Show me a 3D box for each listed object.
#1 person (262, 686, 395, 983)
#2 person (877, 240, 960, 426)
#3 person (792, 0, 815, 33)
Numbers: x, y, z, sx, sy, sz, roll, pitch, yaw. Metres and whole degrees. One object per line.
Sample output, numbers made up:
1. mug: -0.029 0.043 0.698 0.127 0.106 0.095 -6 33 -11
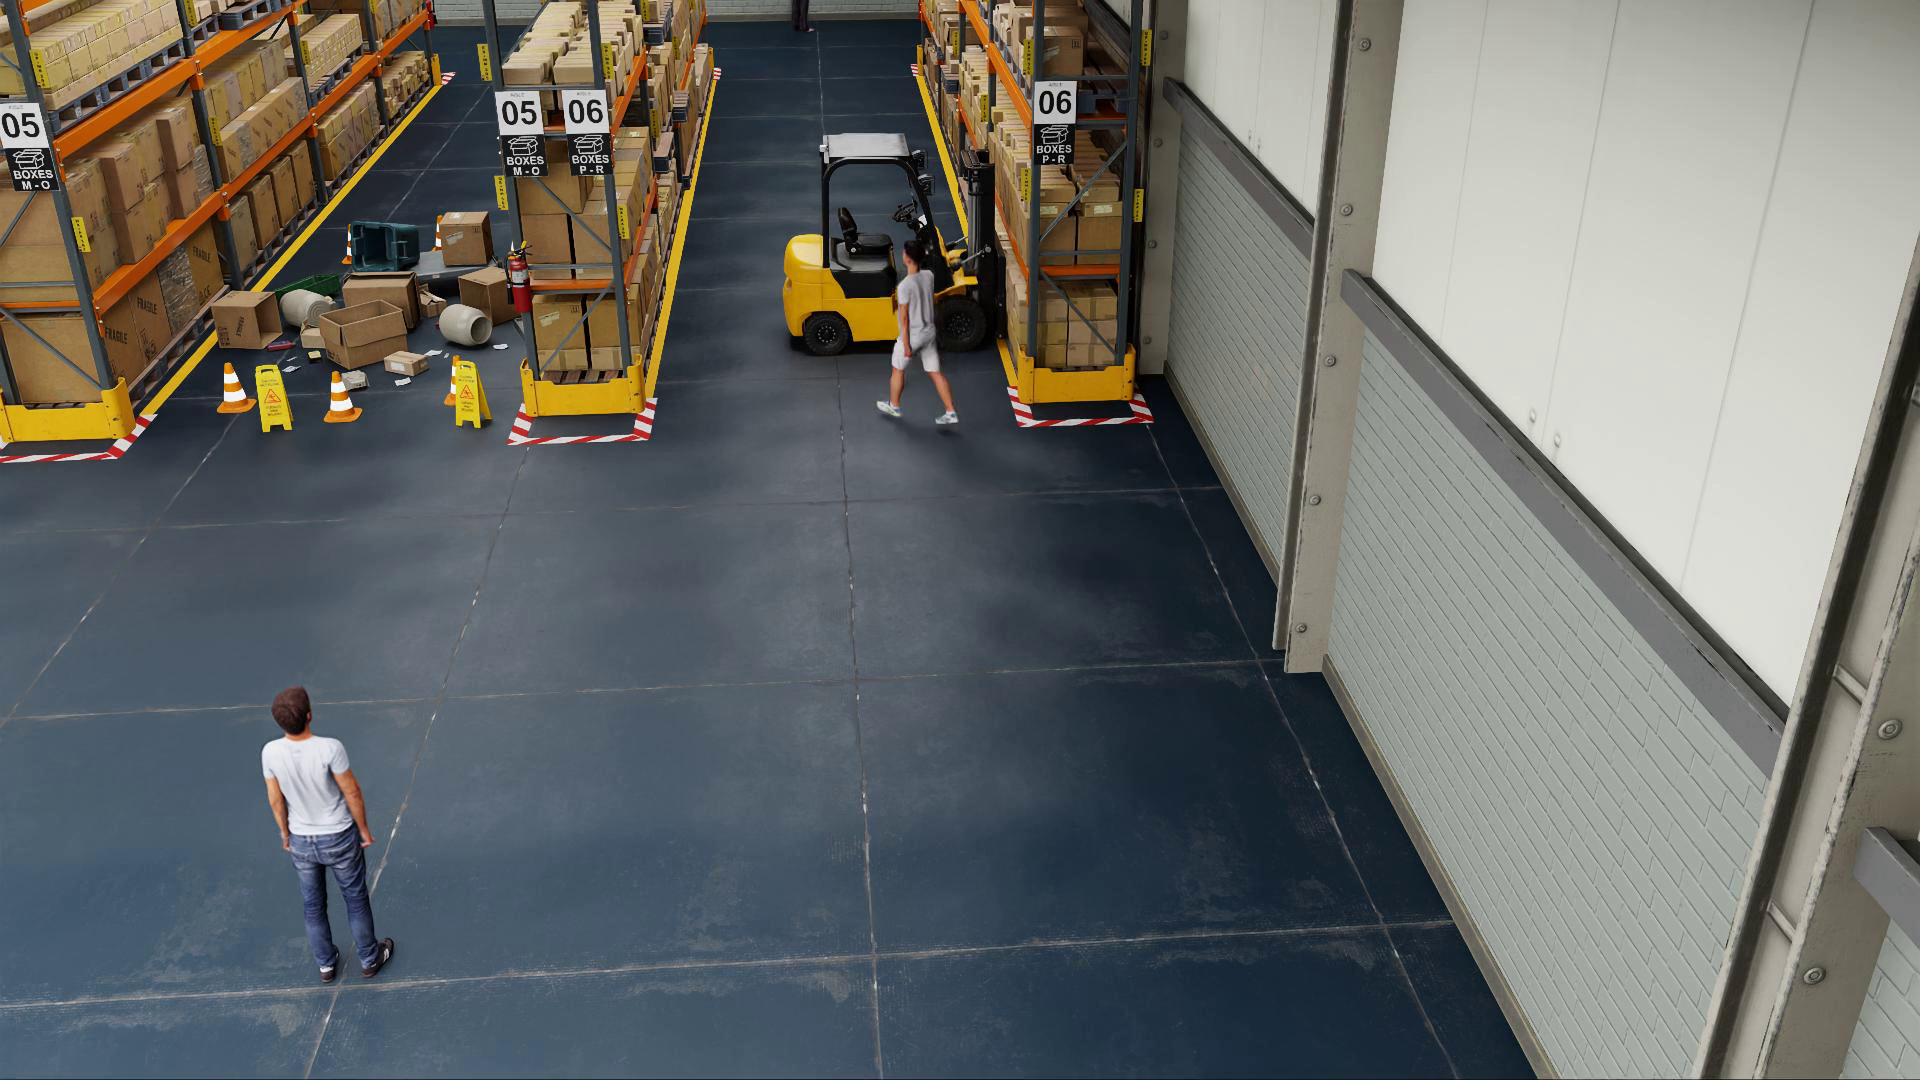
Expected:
1. person: -3.461 1.603 9.036 0.618 1.866 0.535 -3 27 -6
2. person: -0.325 -1.938 15.968 1.286 1.817 1.180 23 35 38
3. person: -3.315 -11.554 34.585 0.720 1.870 0.786 22 34 36
